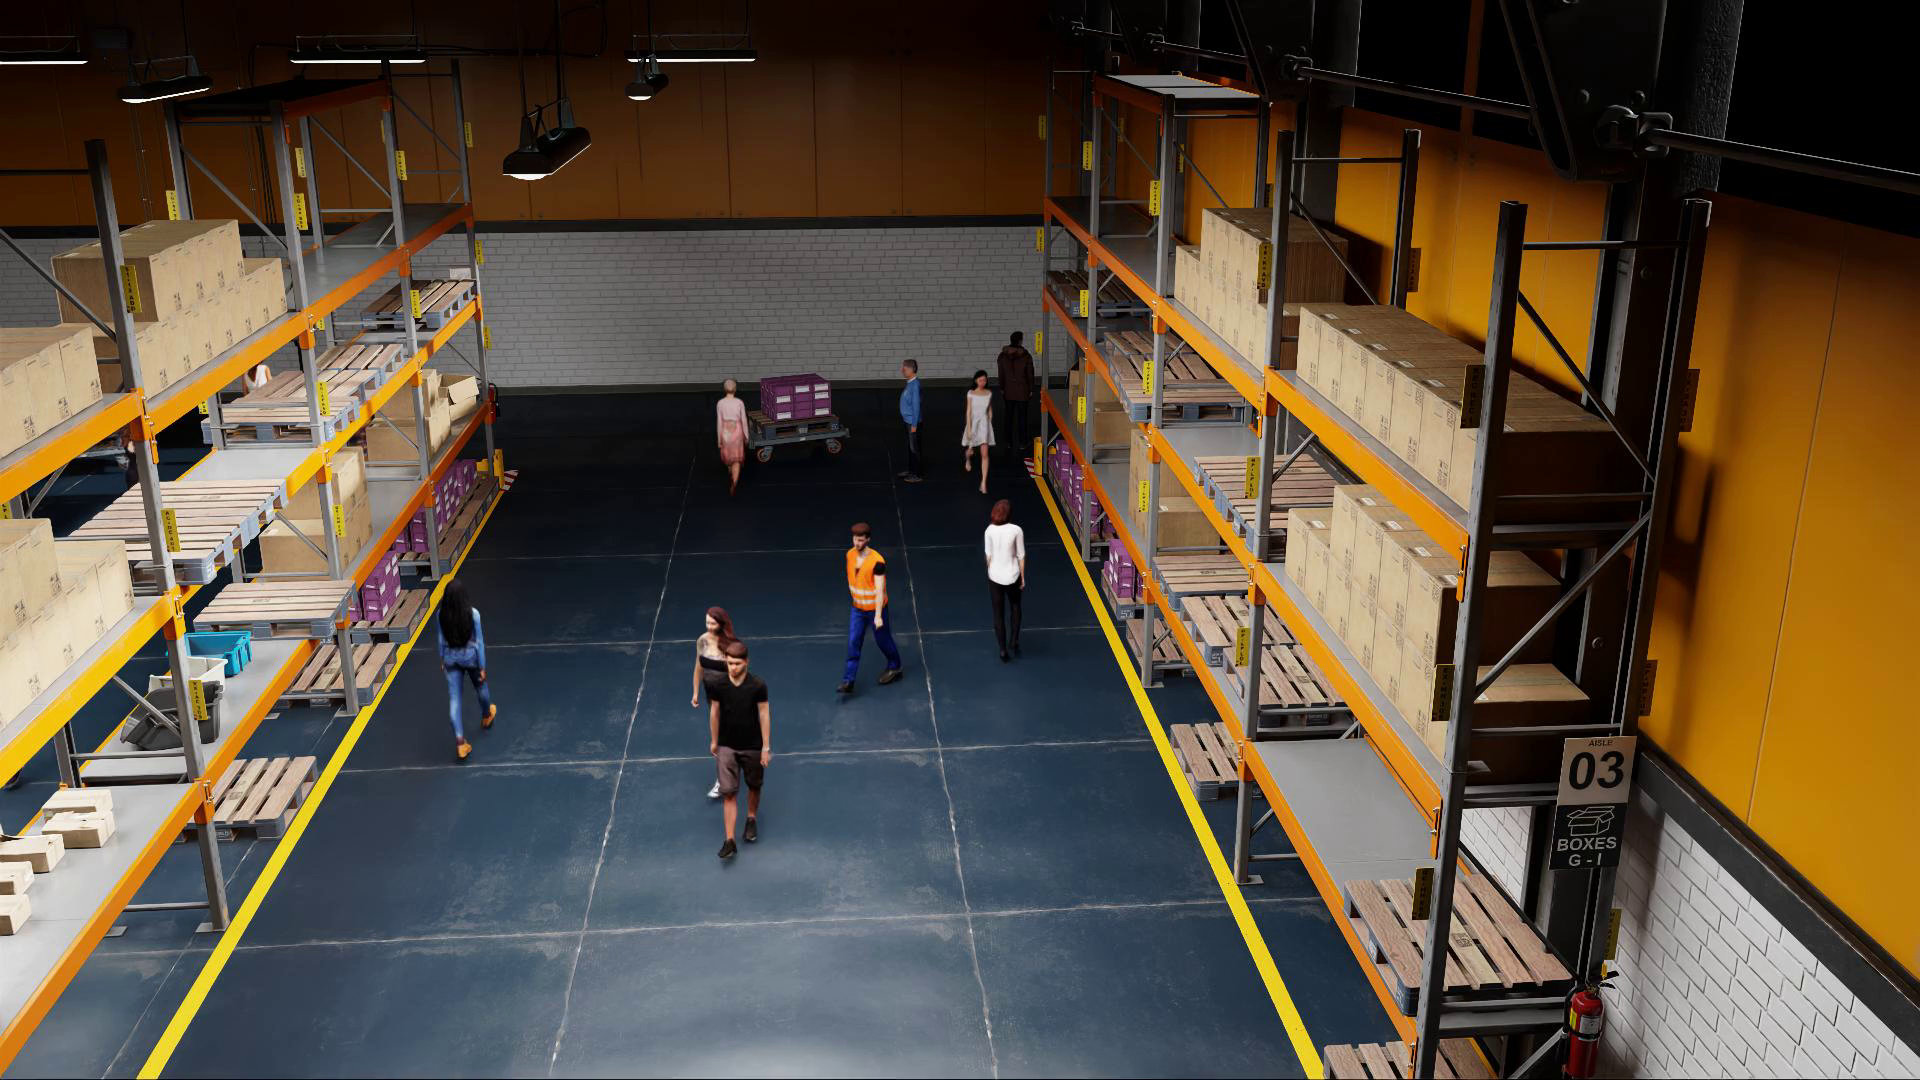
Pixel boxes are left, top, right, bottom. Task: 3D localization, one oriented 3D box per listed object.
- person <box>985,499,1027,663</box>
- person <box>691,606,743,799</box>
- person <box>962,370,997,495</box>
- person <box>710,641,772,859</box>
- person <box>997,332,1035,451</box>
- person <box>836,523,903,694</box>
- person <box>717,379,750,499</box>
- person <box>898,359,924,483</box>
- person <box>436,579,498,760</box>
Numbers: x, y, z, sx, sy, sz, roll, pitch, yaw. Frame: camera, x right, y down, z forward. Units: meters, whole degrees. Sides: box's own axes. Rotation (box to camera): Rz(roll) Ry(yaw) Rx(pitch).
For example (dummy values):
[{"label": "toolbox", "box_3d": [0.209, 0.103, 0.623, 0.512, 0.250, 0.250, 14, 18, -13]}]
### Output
[{"label": "person", "box_3d": [0.460, 0.469, 17.758, 0.642, 1.778, 0.703, 1, 19, 4]}, {"label": "person", "box_3d": [-2.106, 1.390, 15.092, 0.890, 1.734, 1.037, 9, 21, 25]}, {"label": "person", "box_3d": [0.229, -1.571, 23.873, 0.697, 1.742, 1.131, -4, 19, -13]}, {"label": "person", "box_3d": [-1.820, 1.686, 14.053, 0.800, 1.837, 1.065, 1, 19, 3]}, {"label": "person", "box_3d": [0.880, -2.343, 26.004, 0.860, 1.845, 0.847, 7, 20, 20]}, {"label": "person", "box_3d": [-0.870, 0.660, 17.095, 1.188, 1.839, 1.279, 16, 24, 39]}, {"label": "person", "box_3d": [-3.231, -1.416, 23.543, 0.608, 1.658, 1.072, -1, 19, -2]}, {"label": "person", "box_3d": [-0.692, -1.770, 24.357, 0.751, 1.811, 0.565, -5, 19, -14]}, {"label": "person", "box_3d": [-4.697, 1.234, 15.650, 0.681, 1.675, 1.169, 0, 19, 0]}]
